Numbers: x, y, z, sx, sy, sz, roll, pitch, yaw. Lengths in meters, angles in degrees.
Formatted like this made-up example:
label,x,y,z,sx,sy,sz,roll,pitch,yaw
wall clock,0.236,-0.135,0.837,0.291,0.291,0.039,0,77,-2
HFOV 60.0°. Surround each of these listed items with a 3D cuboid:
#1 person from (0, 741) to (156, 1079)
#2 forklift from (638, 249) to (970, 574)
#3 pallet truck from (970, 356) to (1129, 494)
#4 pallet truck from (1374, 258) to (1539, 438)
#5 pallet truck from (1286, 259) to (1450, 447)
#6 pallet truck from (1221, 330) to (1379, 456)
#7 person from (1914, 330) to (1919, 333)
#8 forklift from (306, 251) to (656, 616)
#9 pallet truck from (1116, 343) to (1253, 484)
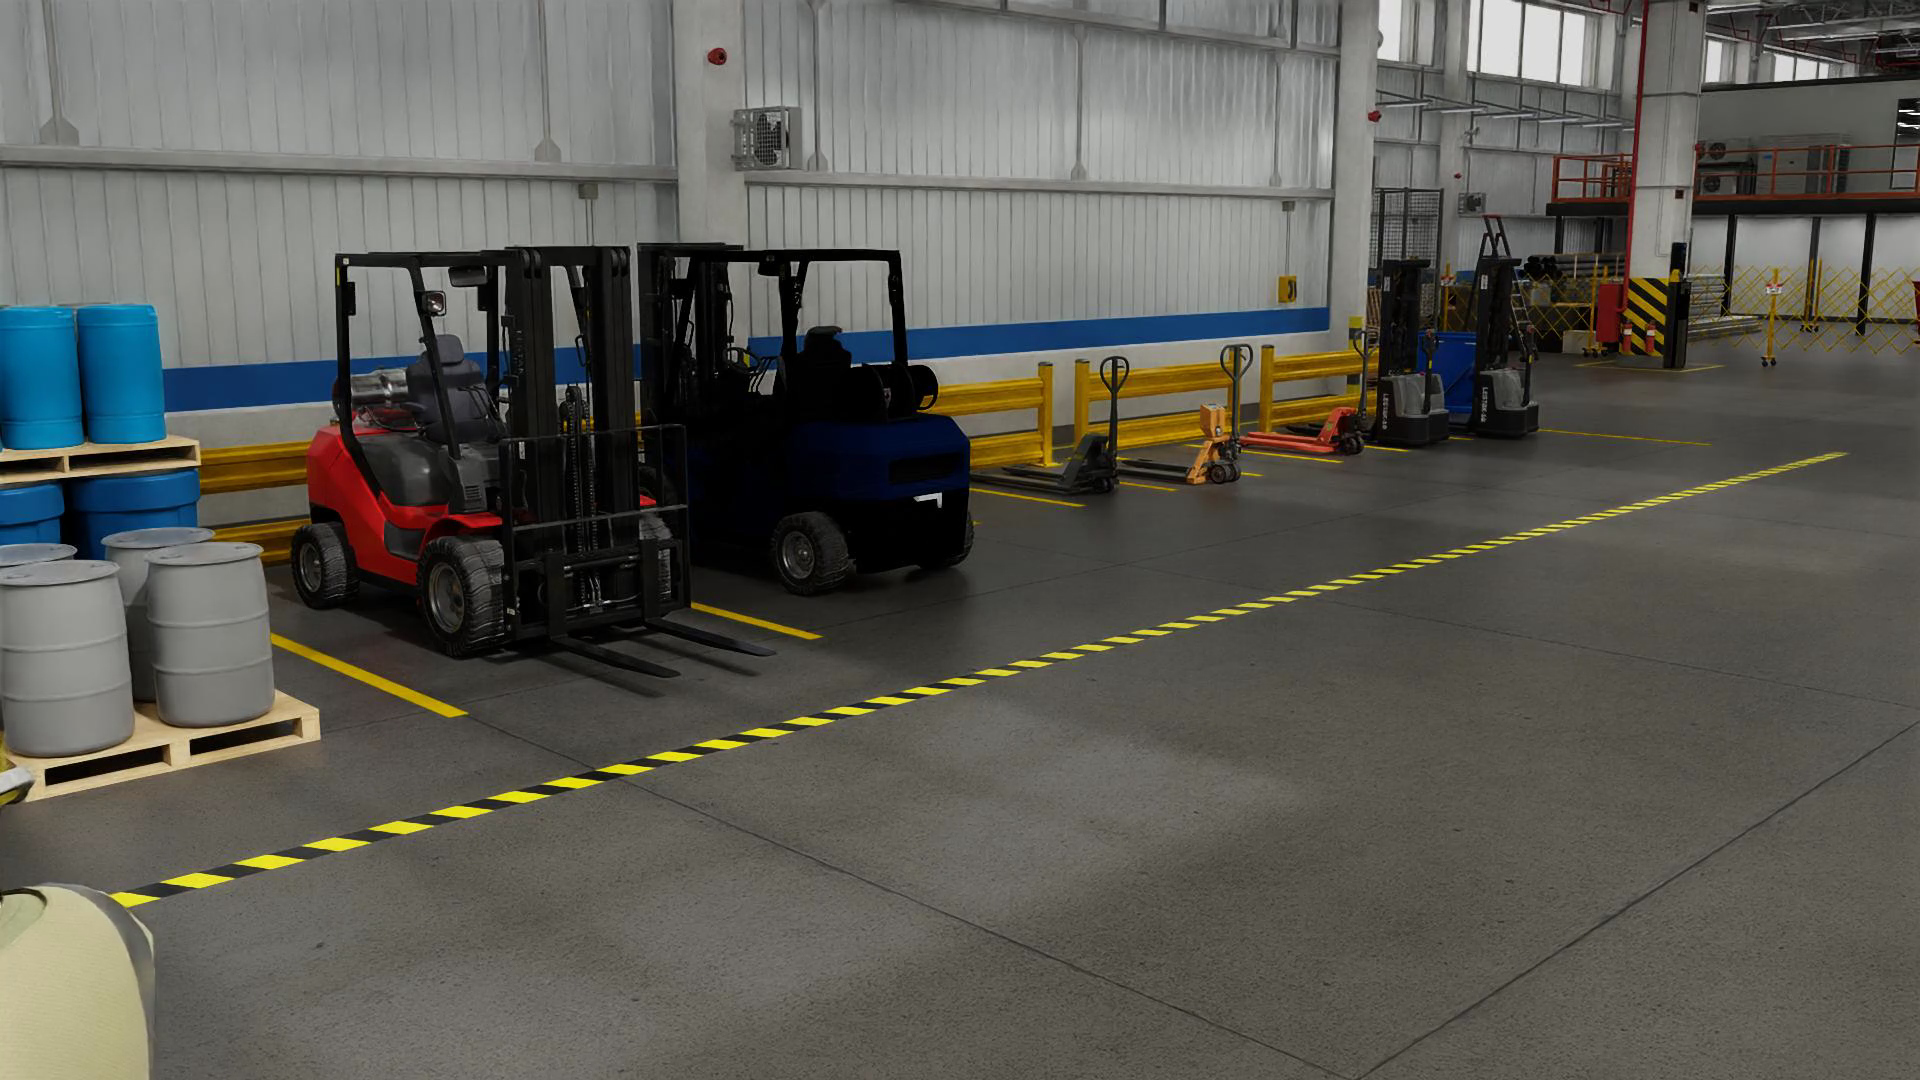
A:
label,x,y,z,sx,sy,sz,roll,pitch,yaw
person,-1.074,1.009,1.812,0.403,1.830,0.599,-1,10,-4
forklift,-1.173,-0.958,11.239,2.680,1.987,1.157,10,14,43
pallet truck,0.784,-1.085,14.876,0.680,1.201,1.601,-10,14,-44
pallet truck,5.704,-2.208,18.901,1.885,1.965,0.823,10,14,43
pallet truck,4.493,-2.078,18.196,0.823,1.965,1.885,-9,14,-40
pallet truck,3.563,-1.581,17.381,0.653,1.274,1.630,-10,14,-44
person,22.210,-5.644,37.965,0.602,1.871,0.512,-10,14,-43
forklift,-2.833,-0.669,9.694,1.157,1.987,2.680,-10,14,-44
pallet truck,1.962,-1.215,15.415,1.522,1.261,0.704,10,14,43
